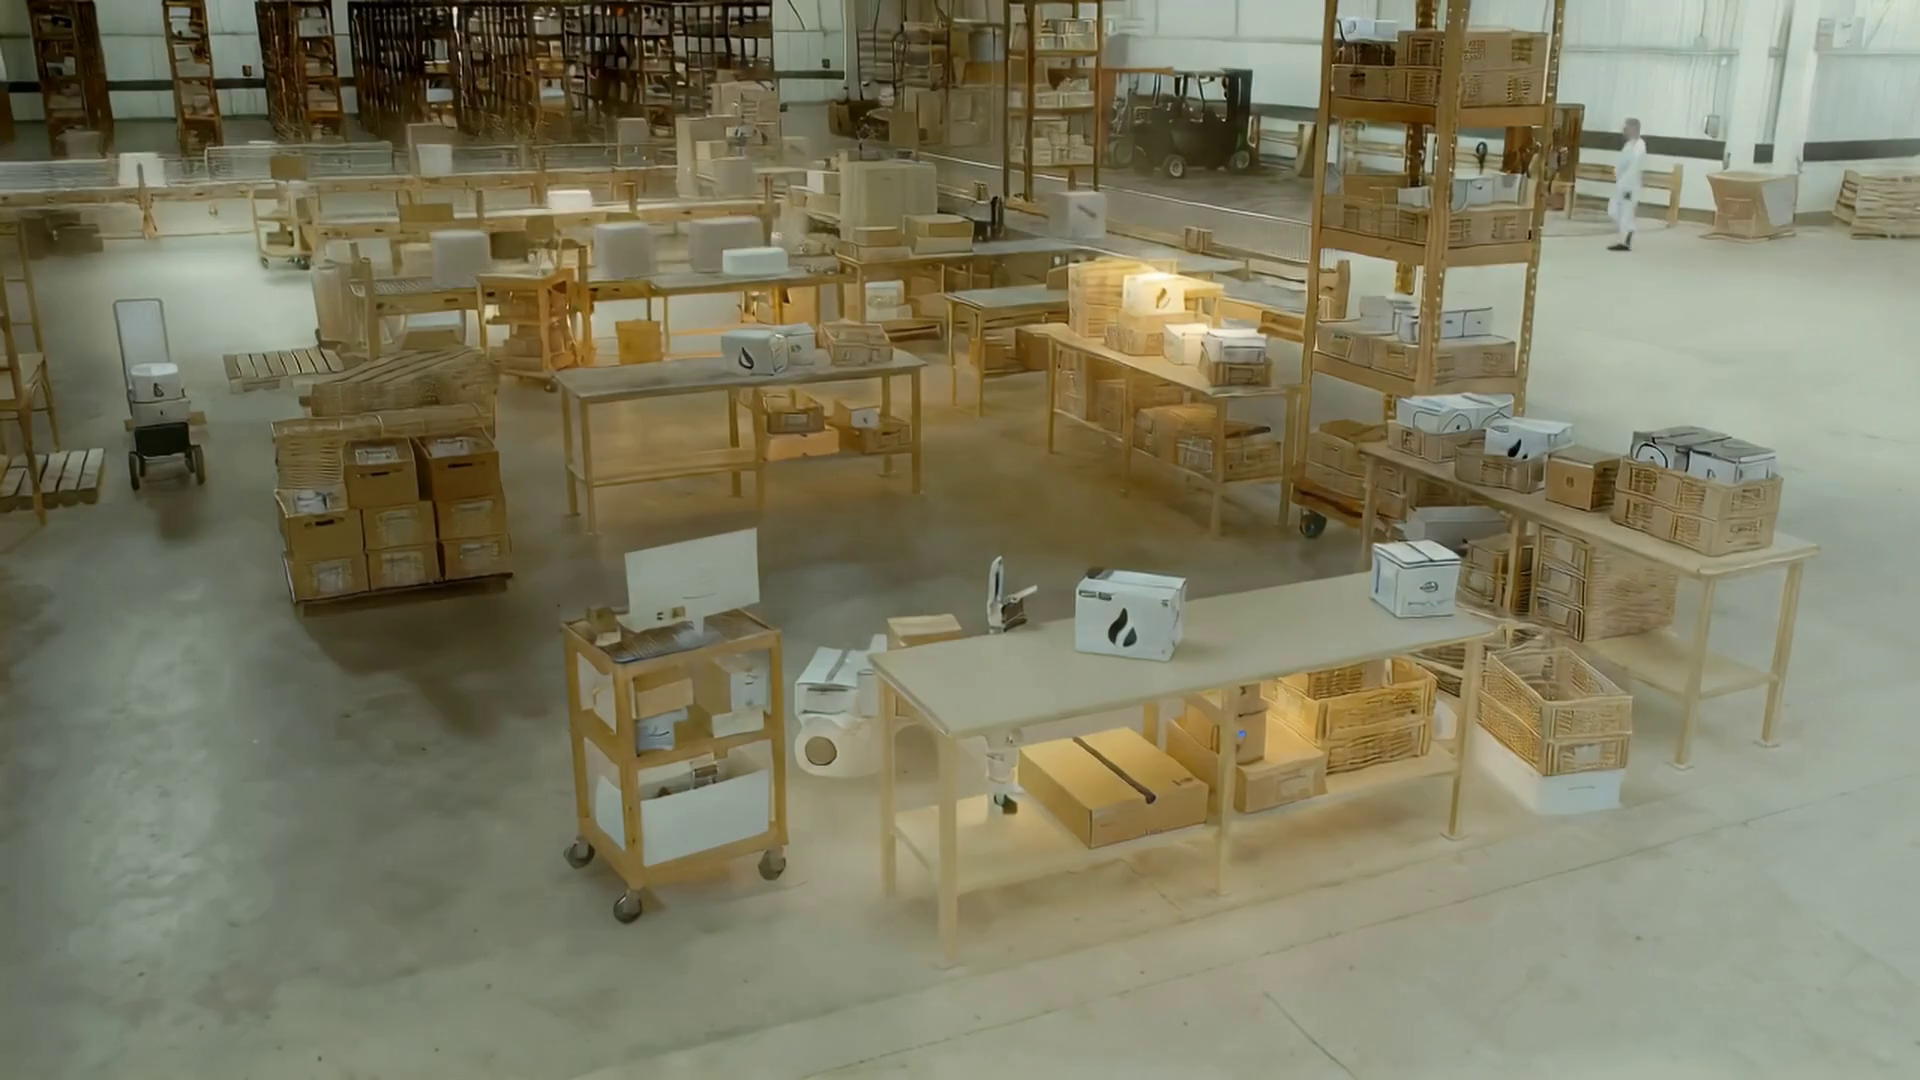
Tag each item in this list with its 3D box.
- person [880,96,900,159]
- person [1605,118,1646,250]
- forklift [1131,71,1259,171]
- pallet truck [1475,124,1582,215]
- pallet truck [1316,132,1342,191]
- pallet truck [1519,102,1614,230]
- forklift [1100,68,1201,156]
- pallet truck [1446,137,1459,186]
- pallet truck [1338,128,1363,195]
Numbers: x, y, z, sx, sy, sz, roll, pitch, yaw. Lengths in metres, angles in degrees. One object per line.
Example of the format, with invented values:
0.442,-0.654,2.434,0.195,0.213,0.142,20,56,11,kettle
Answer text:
-1.186,-6.309,27.568,0.374,2.044,0.606,-5,18,-15,person
9.680,-5.165,24.207,0.432,1.892,0.658,4,18,11,person
4.998,-8.936,35.413,2.680,1.987,1.157,-9,20,-25,forklift
9.707,-6.455,28.103,1.885,1.965,0.823,-7,19,-20,pallet truck
7.723,-7.504,32.656,1.601,1.201,0.680,-8,19,-23,pallet truck
9.972,-6.037,26.785,1.885,1.965,0.823,-9,20,-25,pallet truck
4.082,-9.564,37.410,2.680,1.987,1.157,-8,19,-23,forklift
9.184,-6.485,29.328,1.630,1.274,0.653,-8,19,-23,pallet truck
7.845,-7.140,31.411,1.522,1.261,0.704,-9,20,-25,pallet truck
